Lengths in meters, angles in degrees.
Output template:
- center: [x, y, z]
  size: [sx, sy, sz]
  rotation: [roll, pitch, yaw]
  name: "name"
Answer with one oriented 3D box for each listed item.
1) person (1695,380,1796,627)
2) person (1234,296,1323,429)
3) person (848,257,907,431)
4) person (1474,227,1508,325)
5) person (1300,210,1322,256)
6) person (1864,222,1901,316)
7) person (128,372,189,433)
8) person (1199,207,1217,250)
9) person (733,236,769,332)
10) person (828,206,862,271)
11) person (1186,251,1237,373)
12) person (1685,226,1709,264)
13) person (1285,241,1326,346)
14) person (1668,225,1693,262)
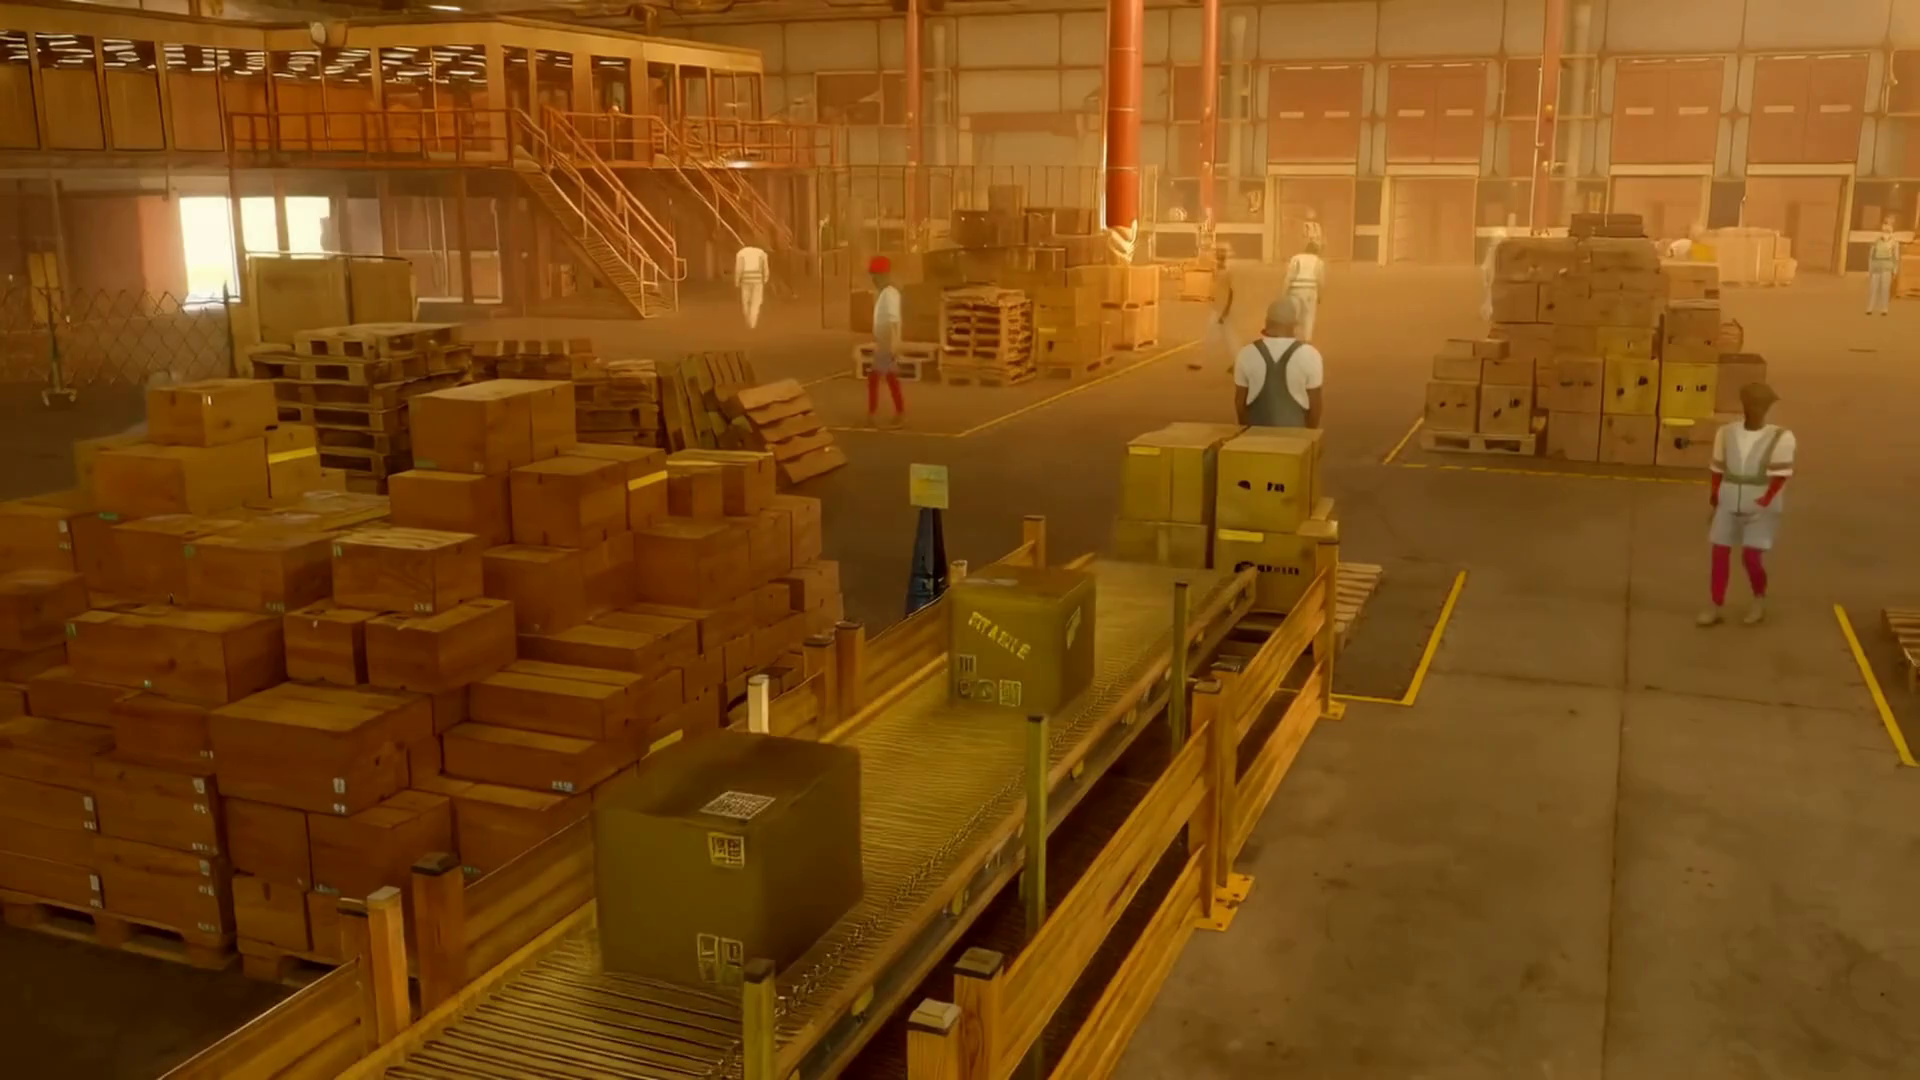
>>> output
- center: [5.139, -0.215, 10.856]
  size: [0.482, 1.674, 0.539]
  rotation: [-11, 16, -40]
  name: "person"
- center: [2.524, -0.909, 13.164]
  size: [0.689, 2.000, 0.539]
  rotation: [4, 13, 19]
  name: "person"
- center: [-1.000, -2.252, 19.238]
  size: [0.854, 2.013, 0.646]
  rotation: [-3, 13, -13]
  name: "person"
- center: [10.417, -5.144, 32.441]
  size: [0.455, 1.915, 0.586]
  rotation: [9, 16, 36]
  name: "person"
- center: [9.436, -7.929, 44.913]
  size: [0.609, 1.931, 0.731]
  rotation: [-4, 13, -19]
  name: "person"
- center: [19.154, -5.619, 34.538]
  size: [0.594, 1.930, 0.354]
  rotation: [11, 16, 40]
  name: "person"
- center: [-4.683, -0.080, 9.889]
  size: [0.586, 1.843, 0.413]
  rotation: [7, 14, 28]
  name: "person"
- center: [7.450, -9.144, 50.407]
  size: [0.548, 1.910, 0.791]
  rotation: [-8, 15, -31]
  name: "person"
- center: [-3.925, -4.825, 31.347]
  size: [0.675, 1.771, 0.999]
  rotation: [0, 13, -1]
  name: "person"
- center: [-3.428, -8.991, 49.668]
  size: [1.050, 1.944, 0.618]
  rotation: [-5, 14, -22]
  name: "person"
- center: [3.822, -3.372, 24.711]
  size: [0.958, 1.820, 0.526]
  rotation: [-8, 15, -33]
  name: "person"
- center: [14.016, -4.980, 31.600]
  size: [0.855, 1.968, 0.622]
  rotation: [-3, 13, -13]
  name: "person"
- center: [5.868, -4.211, 28.531]
  size: [0.763, 1.803, 0.463]
  rotation: [2, 13, 10]
  name: "person"
- center: [14.149, -5.177, 32.537]
  size: [0.627, 1.940, 0.371]
  rotation: [10, 16, 38]
  name: "person"
